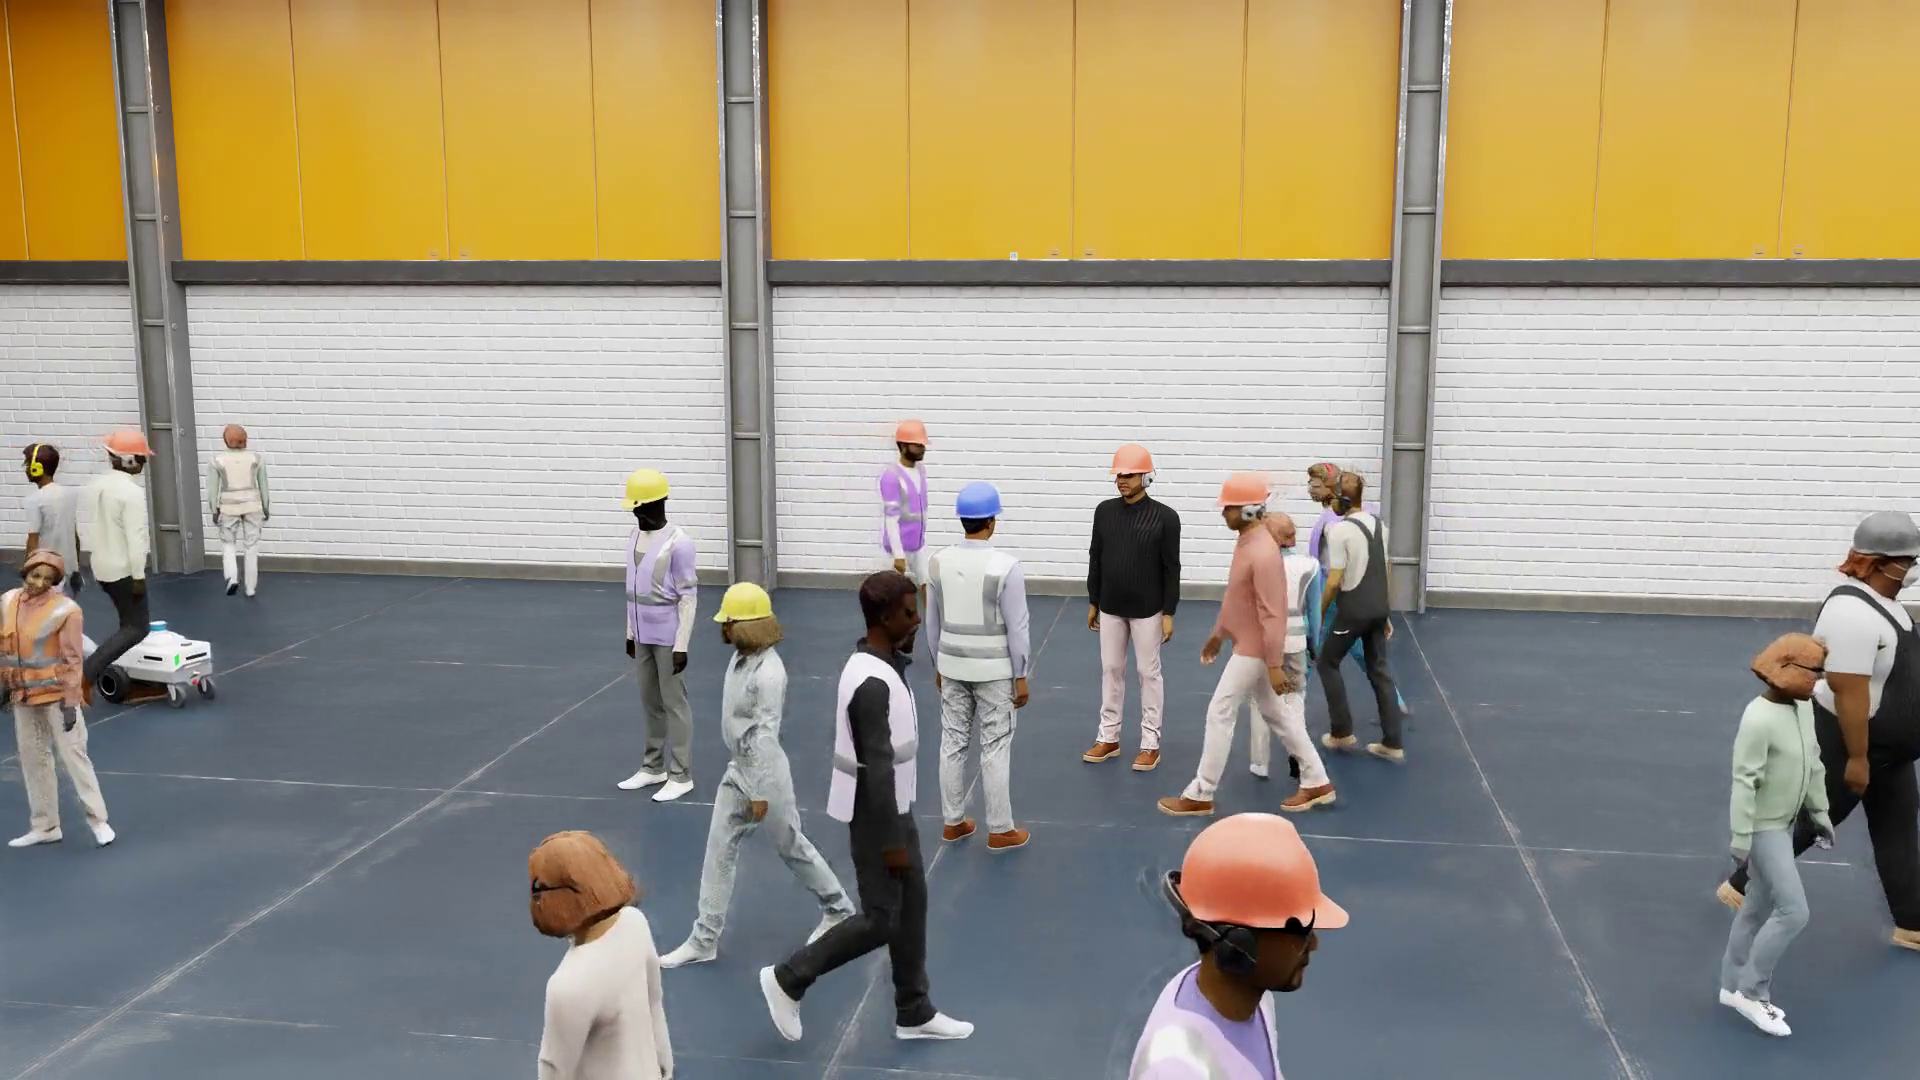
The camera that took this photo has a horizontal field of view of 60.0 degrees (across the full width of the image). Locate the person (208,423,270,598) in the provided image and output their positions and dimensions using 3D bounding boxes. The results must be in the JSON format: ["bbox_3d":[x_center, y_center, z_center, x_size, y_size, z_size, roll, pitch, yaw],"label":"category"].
[{"bbox_3d":[-6.660,-0.265,15.398,0.522,1.627,0.366,-4,10,-25],"label":"person"}]

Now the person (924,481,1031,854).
[{"bbox_3d":[0.097,0.665,8.675,0.603,1.951,0.380,6,11,31],"label":"person"}]

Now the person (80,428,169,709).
[{"bbox_3d":[-5.839,0.213,11.424,0.655,1.964,0.727,7,12,37],"label":"person"}]

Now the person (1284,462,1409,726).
[{"bbox_3d":[2.527,0.365,11.040,0.984,1.794,0.605,4,10,26],"label":"person"}]

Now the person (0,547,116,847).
[{"bbox_3d":[-4.749,0.834,8.681,0.611,1.616,0.347,4,10,21],"label":"person"}]

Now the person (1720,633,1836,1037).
[{"bbox_3d":[3.292,1.164,6.638,0.479,1.615,0.495,9,13,44],"label":"person"}]

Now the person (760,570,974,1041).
[{"bbox_3d":[-0.355,1.052,6.431,0.756,1.900,0.601,1,9,3],"label":"person"}]

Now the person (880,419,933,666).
[{"bbox_3d":[-0.290,0.049,12.596,0.875,1.905,0.570,6,11,33],"label":"person"}]

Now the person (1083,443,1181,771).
[{"bbox_3d":[1.042,0.404,10.146,0.609,1.996,0.379,6,11,33],"label":"person"}]

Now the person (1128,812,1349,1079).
[{"bbox_3d":[0.569,1.514,3.248,0.900,2.011,0.613,2,9,14],"label":"person"}]

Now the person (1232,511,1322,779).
[{"bbox_3d":[1.872,0.638,9.829,0.527,1.626,0.404,0,9,1],"label":"person"}]

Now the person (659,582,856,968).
[{"bbox_3d":[-0.860,1.013,7.299,0.901,1.699,0.504,-5,10,-28],"label":"person"}]

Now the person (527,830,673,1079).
[{"bbox_3d":[-1.010,1.534,4.413,0.873,1.575,0.511,2,9,10],"label":"person"}]

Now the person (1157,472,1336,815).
[{"bbox_3d":[1.654,0.582,9.222,0.993,1.944,0.586,1,9,7],"label":"person"}]

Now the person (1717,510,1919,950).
[{"bbox_3d":[3.982,0.818,7.451,1.010,2.000,0.695,8,12,39],"label":"person"}]

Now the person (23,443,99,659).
[{"bbox_3d":[-6.321,0.233,11.700,0.860,1.842,0.522,0,9,2],"label":"person"}]

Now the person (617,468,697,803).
[{"bbox_3d":[-1.745,0.537,9.559,0.585,1.919,0.374,9,13,44],"label":"person"}]

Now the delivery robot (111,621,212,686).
[{"bbox_3d":[-5.644,0.818,11.735,0.707,0.478,0.477,4,10,23],"label":"delivery robot"}]

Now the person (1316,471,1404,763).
[{"bbox_3d":[2.471,0.482,10.300,0.516,1.792,0.653,-7,12,-37],"label":"person"}]
